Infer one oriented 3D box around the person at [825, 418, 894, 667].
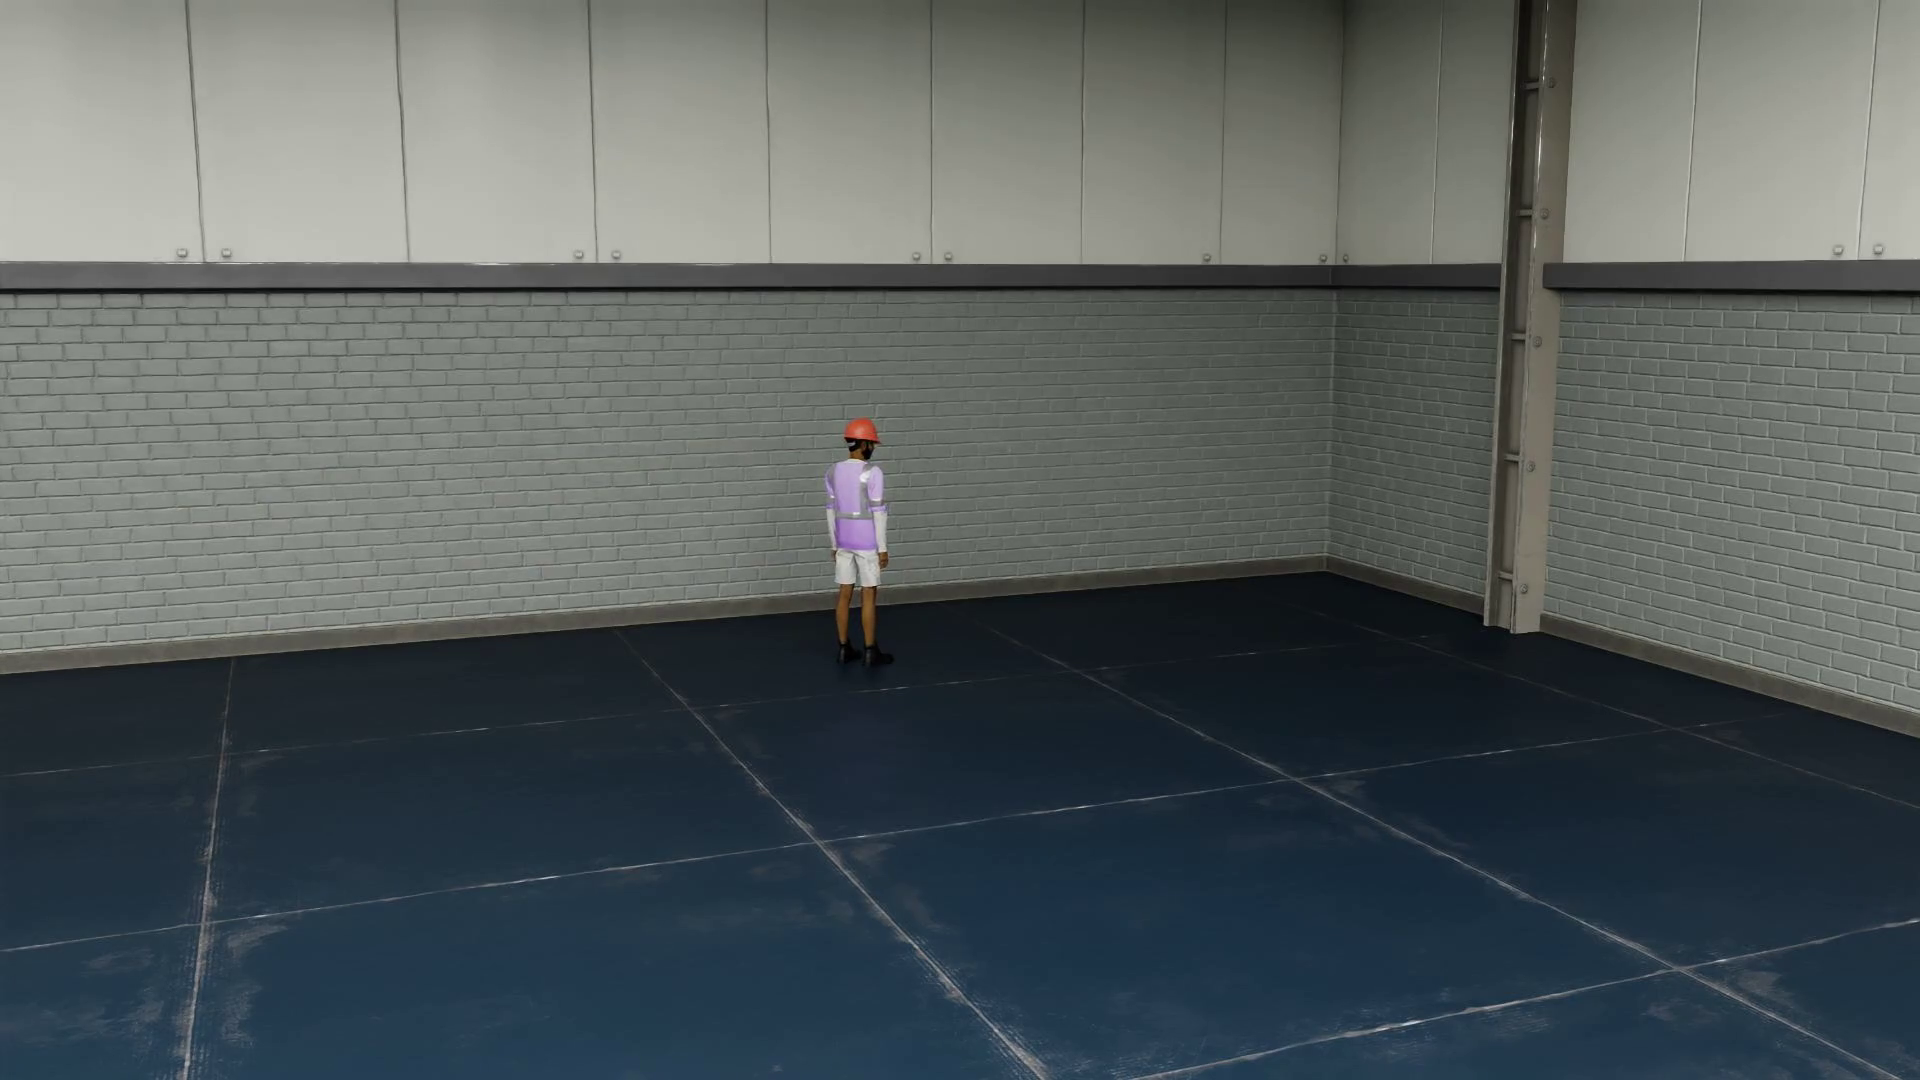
[{"bbox_3d":[-0.776,0.021,12.935,0.542,1.930,0.374,6,11,34],"label":"person"}]
